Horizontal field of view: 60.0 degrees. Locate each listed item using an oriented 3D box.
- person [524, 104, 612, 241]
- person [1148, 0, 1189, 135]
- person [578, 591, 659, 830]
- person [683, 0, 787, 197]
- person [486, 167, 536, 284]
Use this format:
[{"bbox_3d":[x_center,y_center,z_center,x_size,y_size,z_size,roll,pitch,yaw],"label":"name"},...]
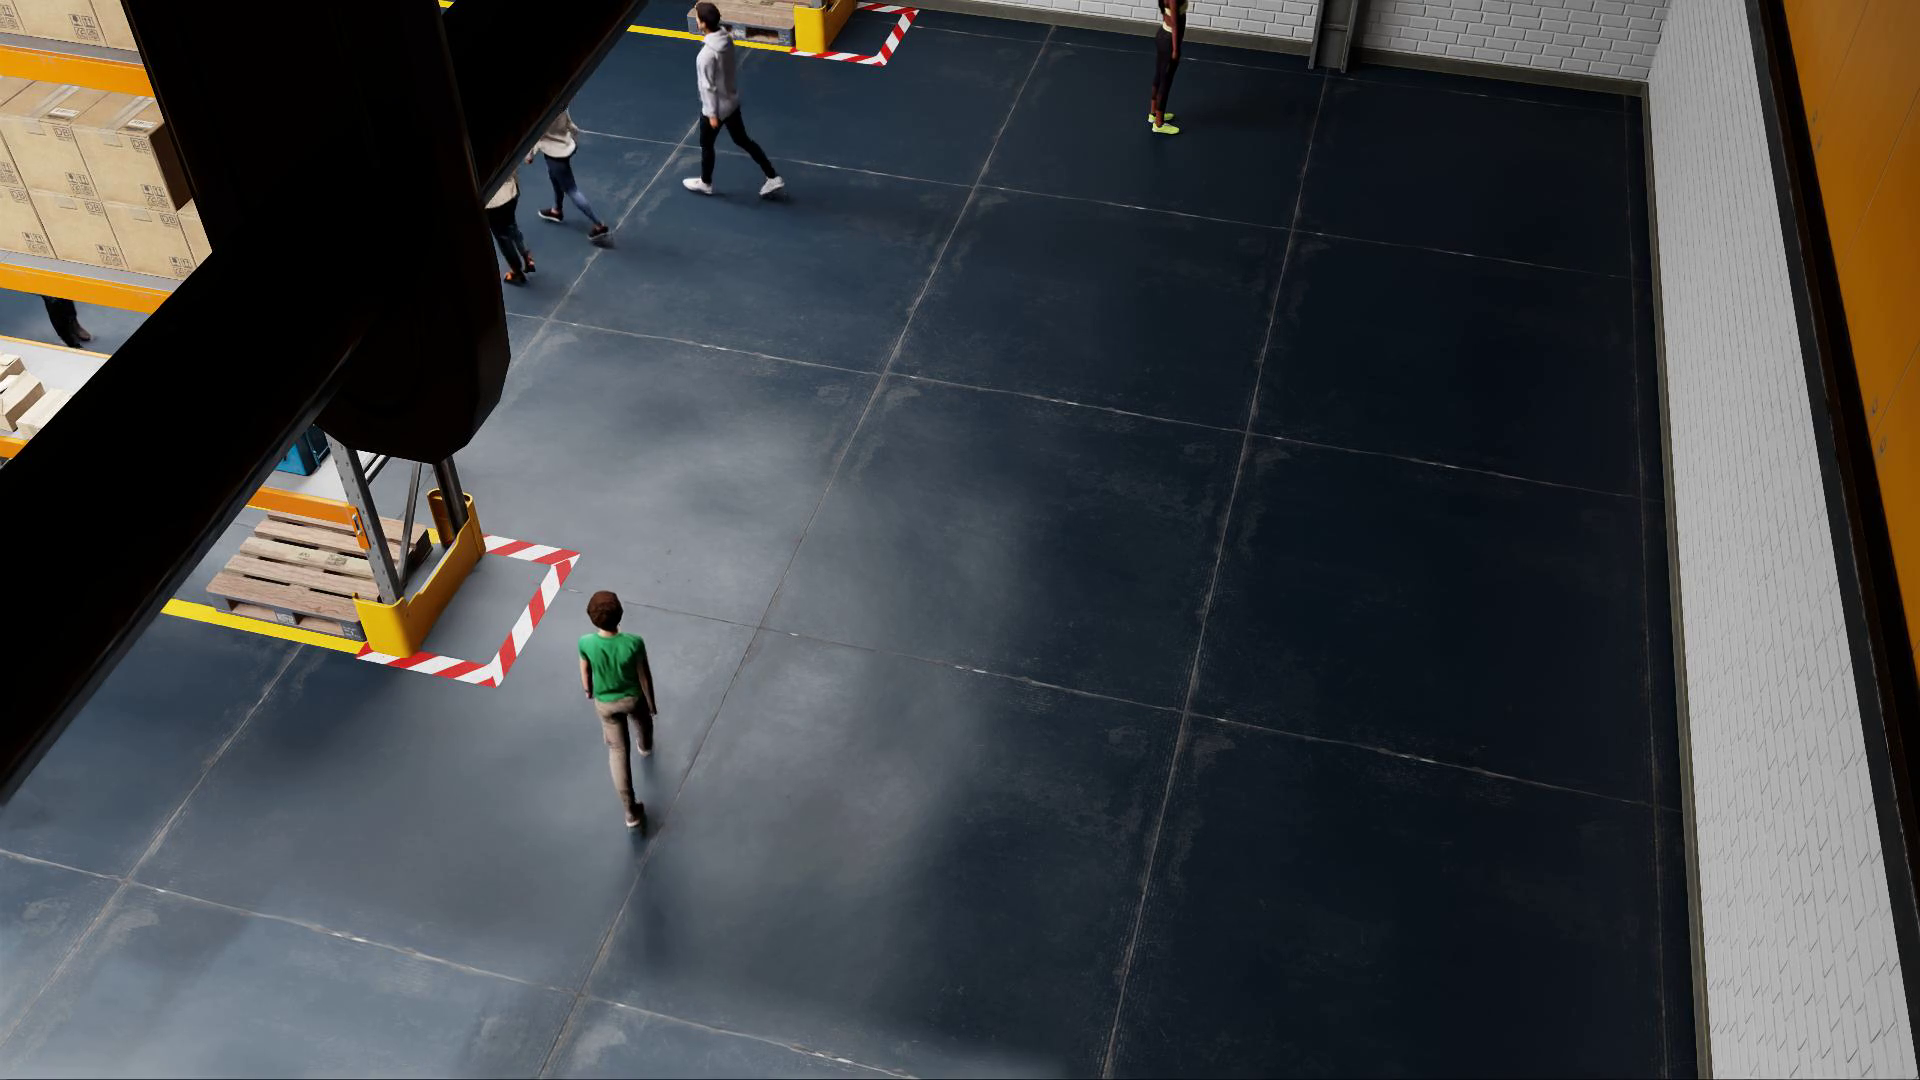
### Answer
[{"bbox_3d":[-3.475,-3.383,14.623,1.080,1.660,0.643,14,45,15],"label":"person"},{"bbox_3d":[2.001,-4.784,16.025,0.622,1.755,0.623,-4,44,-4],"label":"person"},{"bbox_3d":[-2.041,1.027,10.024,1.170,1.618,0.937,-4,44,-4],"label":"person"},{"bbox_3d":[-2.056,-3.914,15.012,1.242,1.892,0.744,14,45,14],"label":"person"},{"bbox_3d":[-3.868,-2.877,14.087,0.768,1.666,0.753,30,51,28],"label":"person"}]
